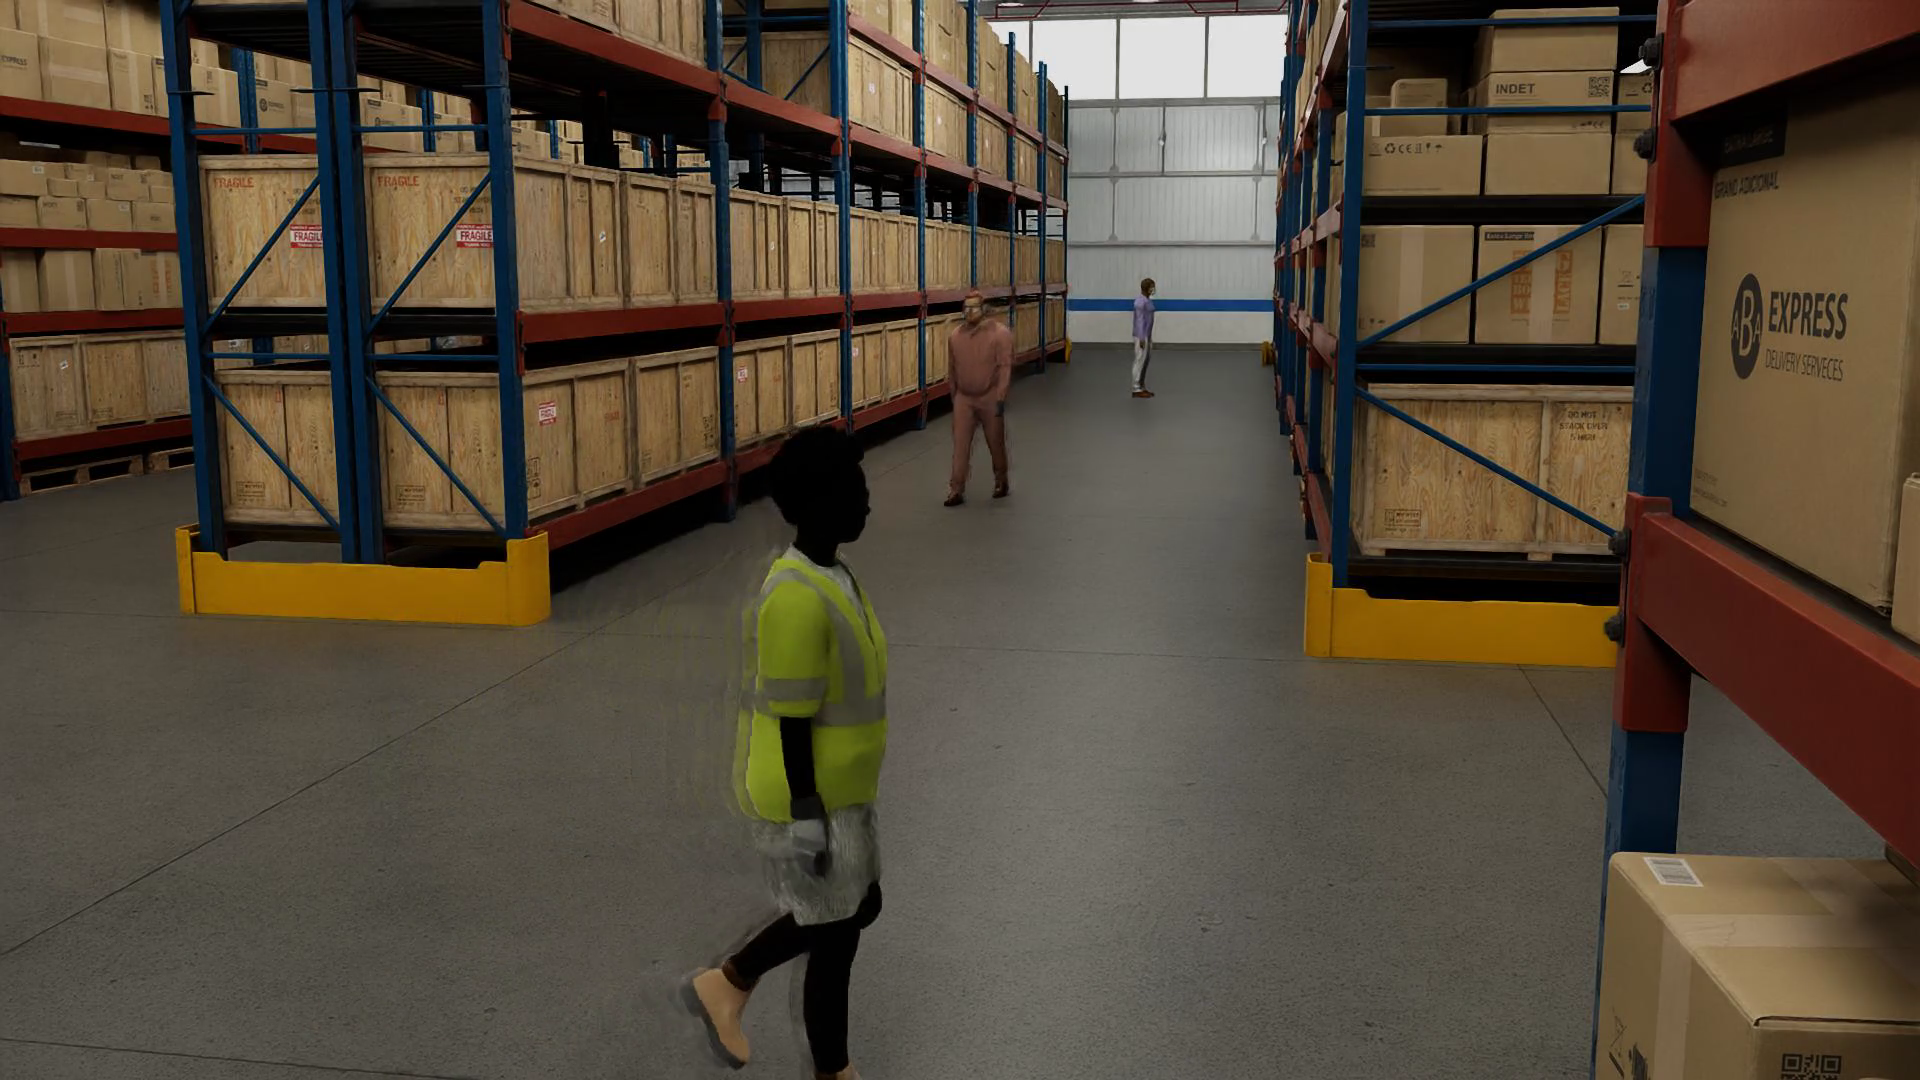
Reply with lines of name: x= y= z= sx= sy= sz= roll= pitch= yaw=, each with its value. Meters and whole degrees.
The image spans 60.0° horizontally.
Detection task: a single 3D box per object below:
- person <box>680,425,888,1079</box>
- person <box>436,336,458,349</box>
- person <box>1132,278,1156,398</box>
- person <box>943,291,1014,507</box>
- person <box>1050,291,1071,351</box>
person: x=-0.385 y=0.570 z=3.868 sx=0.540 sy=1.682 sz=0.540 roll=2 pitch=9 yaw=9
person: x=-6.664 y=-2.316 z=21.579 sx=0.324 sy=1.740 sz=0.492 roll=-6 pitch=11 yaw=-33
person: x=2.968 y=-3.255 z=26.839 sx=0.369 sy=1.930 sz=0.628 roll=3 pitch=10 yaw=19
person: x=0.175 y=-1.255 z=14.645 sx=0.645 sy=1.865 sz=0.972 roll=4 pitch=10 yaw=21
person: x=2.388 y=-5.559 z=41.812 sx=0.893 sy=1.706 sz=0.580 roll=2 pitch=9 yaw=12
